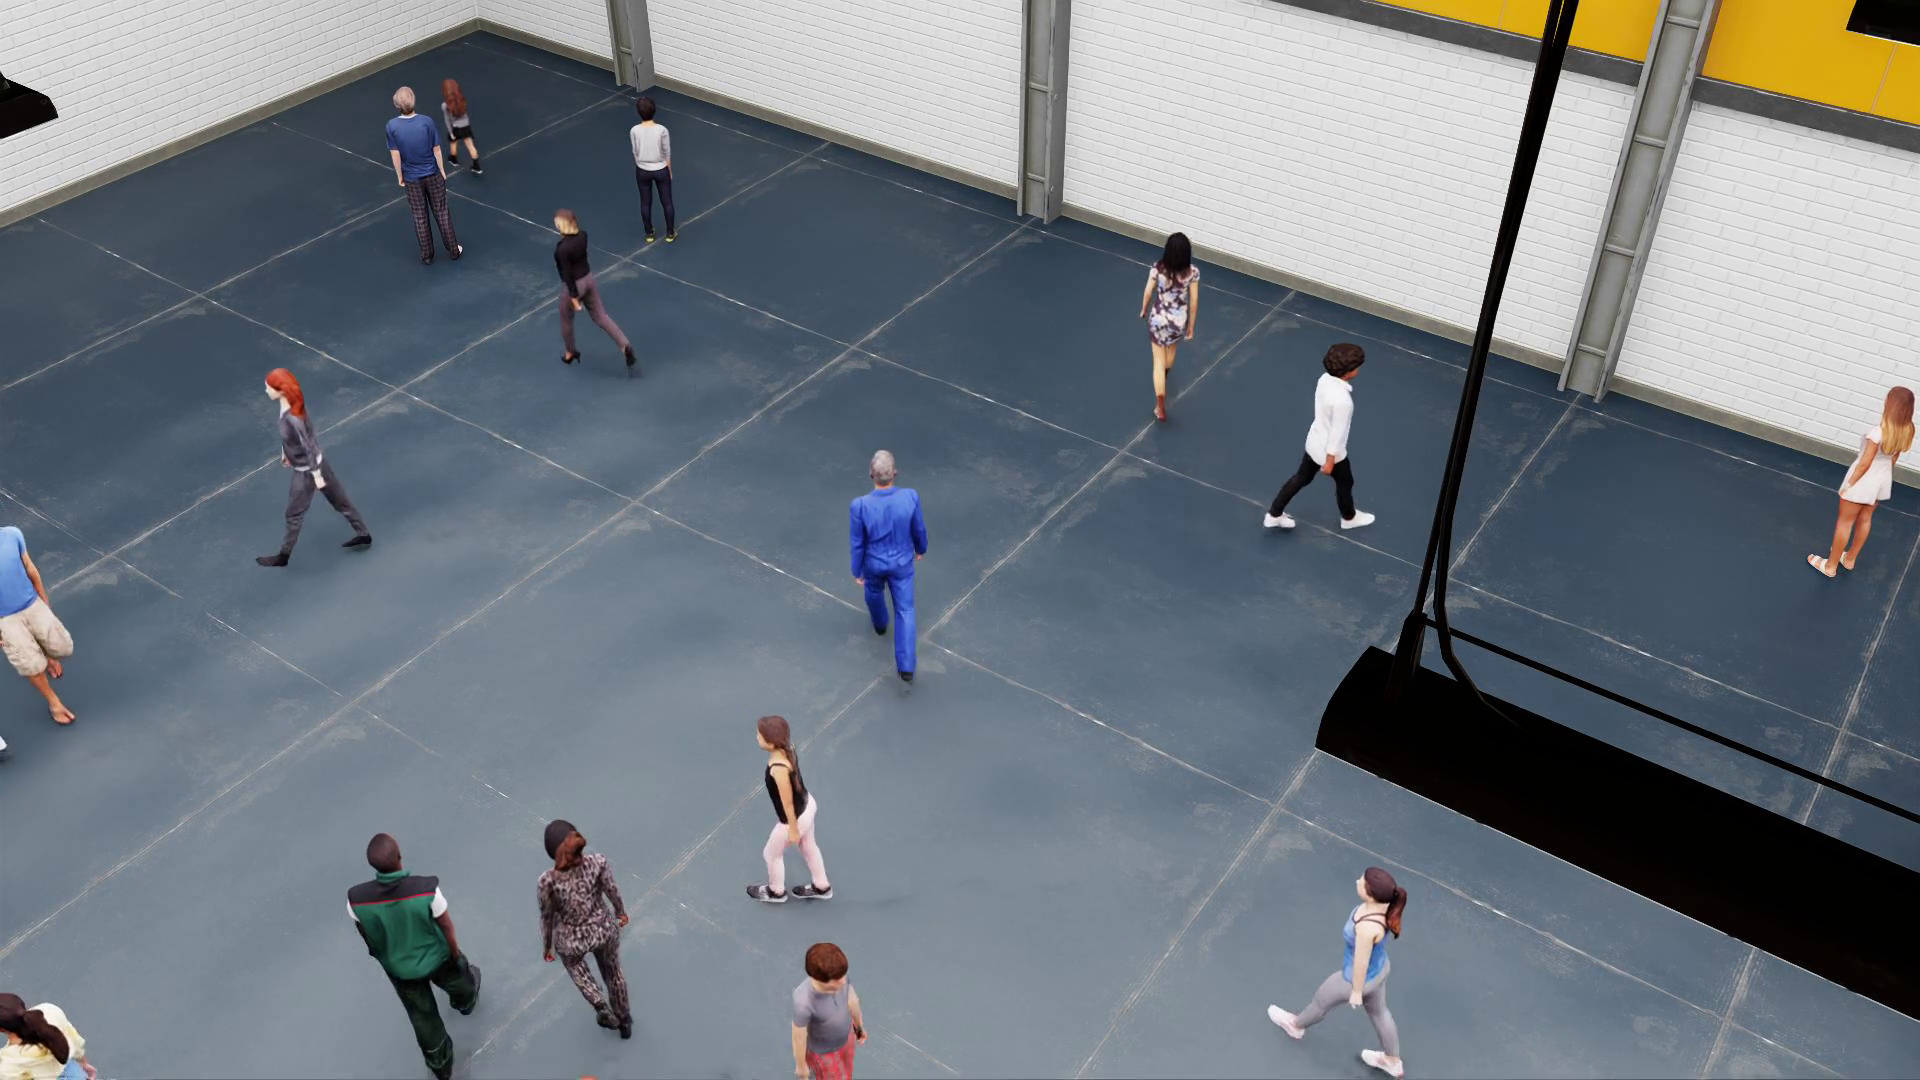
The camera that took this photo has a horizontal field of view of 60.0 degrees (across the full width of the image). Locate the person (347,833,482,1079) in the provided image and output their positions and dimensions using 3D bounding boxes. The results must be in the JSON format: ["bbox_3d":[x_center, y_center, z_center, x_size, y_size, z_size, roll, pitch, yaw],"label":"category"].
[{"bbox_3d":[-3.020,2.372,9.232,1.033,1.820,1.087,-5,39,-7],"label":"person"}]

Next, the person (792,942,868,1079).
[{"bbox_3d":[-0.781,2.679,8.993,0.679,1.638,0.593,22,44,25],"label":"person"}]

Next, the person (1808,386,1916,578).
[{"bbox_3d":[7.026,-0.453,12.869,0.666,1.696,0.700,-14,41,-16],"label":"person"}]

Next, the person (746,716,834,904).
[{"bbox_3d":[-0.963,1.714,10.286,0.873,1.533,0.744,4,39,5],"label":"person"}]

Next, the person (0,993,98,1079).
[{"bbox_3d":[-4.649,2.916,8.710,0.764,1.621,0.743,2,39,3],"label":"person"}]

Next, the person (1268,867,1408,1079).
[{"bbox_3d":[2.327,2.454,9.332,1.047,1.569,0.589,25,45,28],"label":"person"}]

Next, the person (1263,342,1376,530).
[{"bbox_3d":[2.828,-0.760,13.199,1.202,1.764,1.148,-6,39,-8],"label":"person"}]

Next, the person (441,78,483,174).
[{"bbox_3d":[-5.561,-4.607,18.565,0.574,1.079,0.825,-31,48,-33],"label":"person"}]

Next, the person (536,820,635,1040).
[{"bbox_3d":[-2.109,2.290,9.431,0.793,1.700,0.799,-16,41,-19],"label":"person"}]

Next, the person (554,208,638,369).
[{"bbox_3d":[-3.373,-2.241,15.155,1.078,1.636,0.704,17,42,20],"label":"person"}]

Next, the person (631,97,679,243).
[{"bbox_3d":[-3.181,-3.825,17.208,0.597,1.550,0.674,-3,39,-3],"label":"person"}]

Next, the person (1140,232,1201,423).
[{"bbox_3d":[1.826,-1.843,14.620,1.157,1.684,1.111,-1,39,-1],"label":"person"}]

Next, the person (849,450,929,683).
[{"bbox_3d":[-0.492,0.216,11.960,1.235,1.785,1.287,-6,39,-7],"label":"person"}]

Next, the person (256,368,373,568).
[{"bbox_3d":[-4.999,-0.579,12.997,1.048,1.733,1.137,-16,41,-19],"label":"person"}]

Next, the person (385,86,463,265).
[{"bbox_3d":[-5.418,-3.673,16.761,0.738,1.872,0.764,-11,40,-14],"label":"person"}]

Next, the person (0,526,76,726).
[{"bbox_3d":[-6.632,0.456,11.610,0.929,1.848,0.713,31,48,33],"label":"person"}]
